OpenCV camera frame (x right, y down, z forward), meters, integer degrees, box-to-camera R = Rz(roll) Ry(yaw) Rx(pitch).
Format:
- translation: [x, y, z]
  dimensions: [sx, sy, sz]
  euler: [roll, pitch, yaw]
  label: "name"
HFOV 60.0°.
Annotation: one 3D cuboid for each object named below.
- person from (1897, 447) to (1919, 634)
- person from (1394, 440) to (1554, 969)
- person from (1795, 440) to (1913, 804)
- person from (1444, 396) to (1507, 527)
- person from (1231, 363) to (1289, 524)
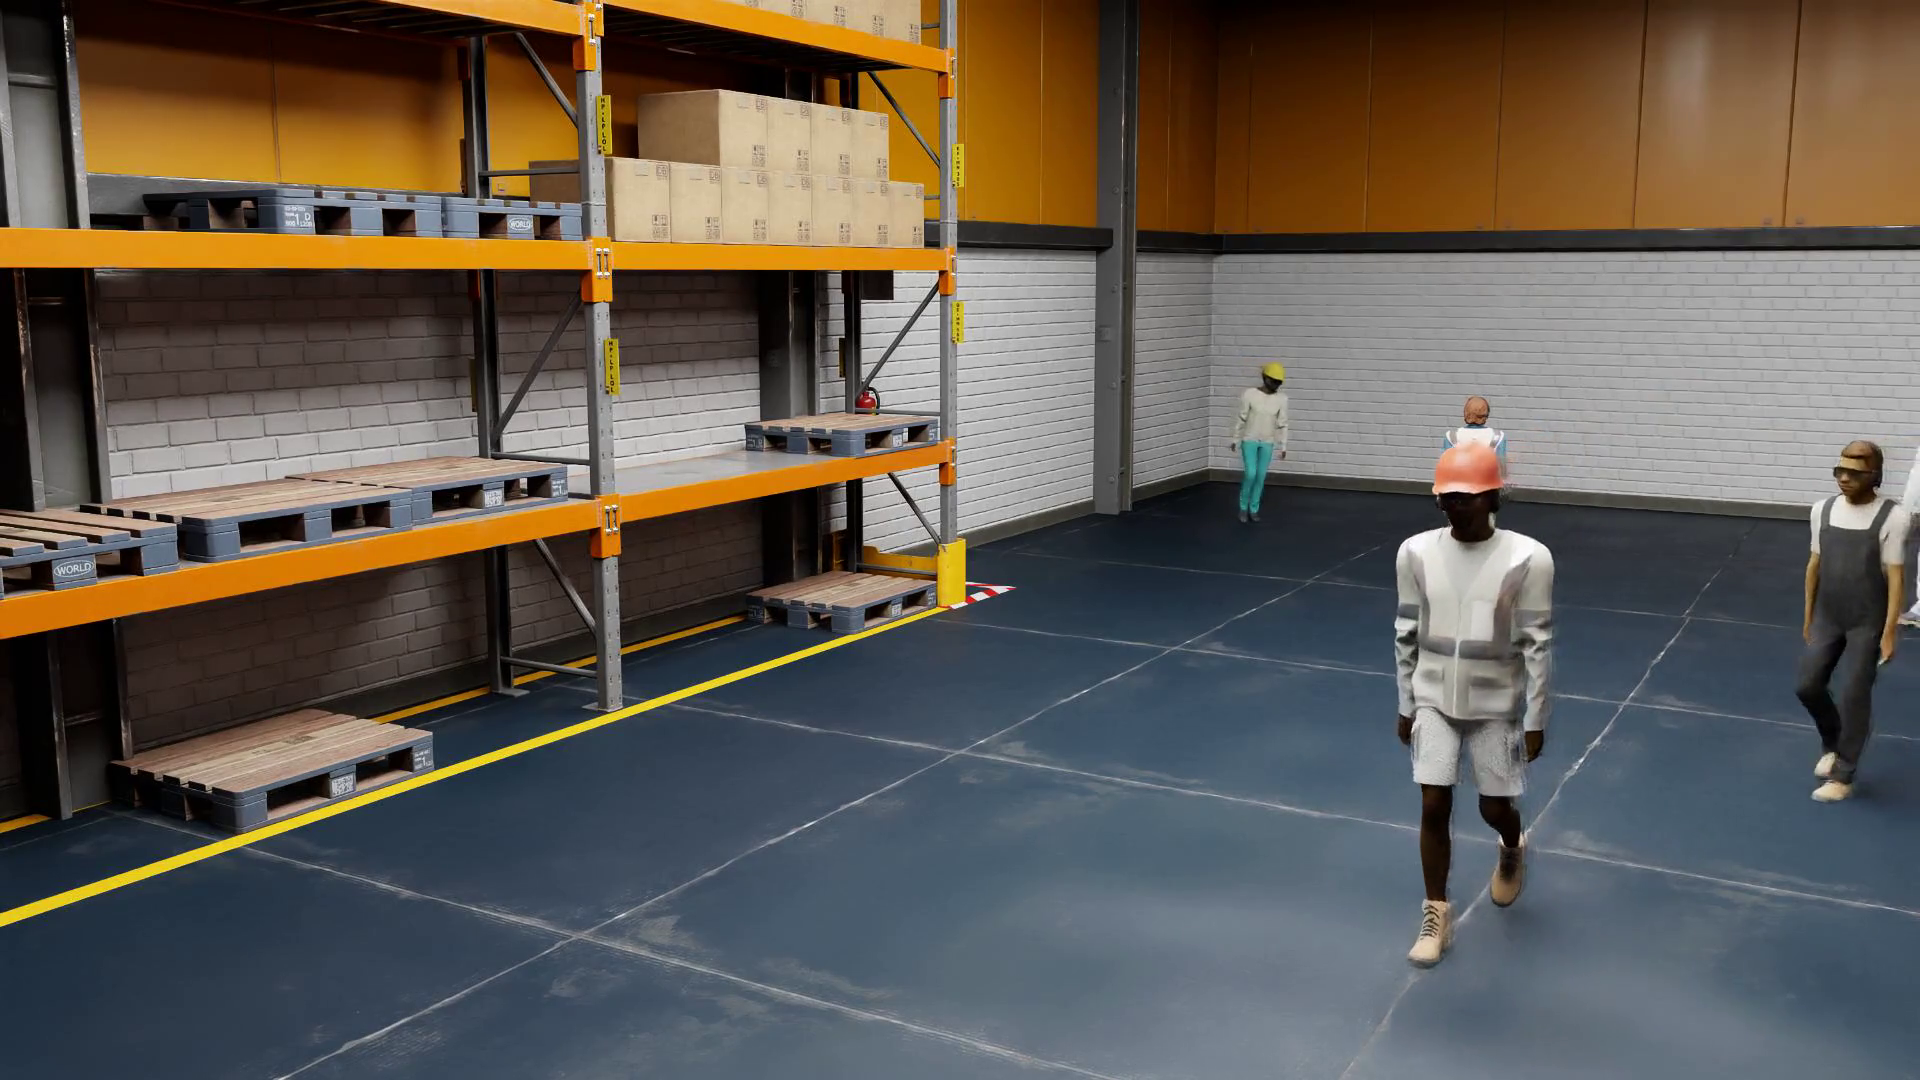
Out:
- translation: [7.075, -0.220, 12.148]
  dimensions: [0.594, 1.859, 0.766]
  euler: [-5, 10, -27]
  label: "person"
- translation: [2.013, 0.606, 6.507]
  dimensions: [0.613, 2.027, 0.767]
  euler: [6, 11, 33]
  label: "person"
- translation: [4.463, 0.407, 8.327]
  dimensions: [0.428, 1.831, 0.519]
  euler: [-6, 11, -35]
  label: "person"
- translation: [4.246, -0.367, 13.761]
  dimensions: [0.514, 1.641, 0.308]
  euler: [2, 9, 15]
  label: "person"
- translation: [3.176, -1.017, 17.568]
  dimensions: [0.552, 1.710, 0.586]
  euler: [-2, 9, -11]
  label: "person"
